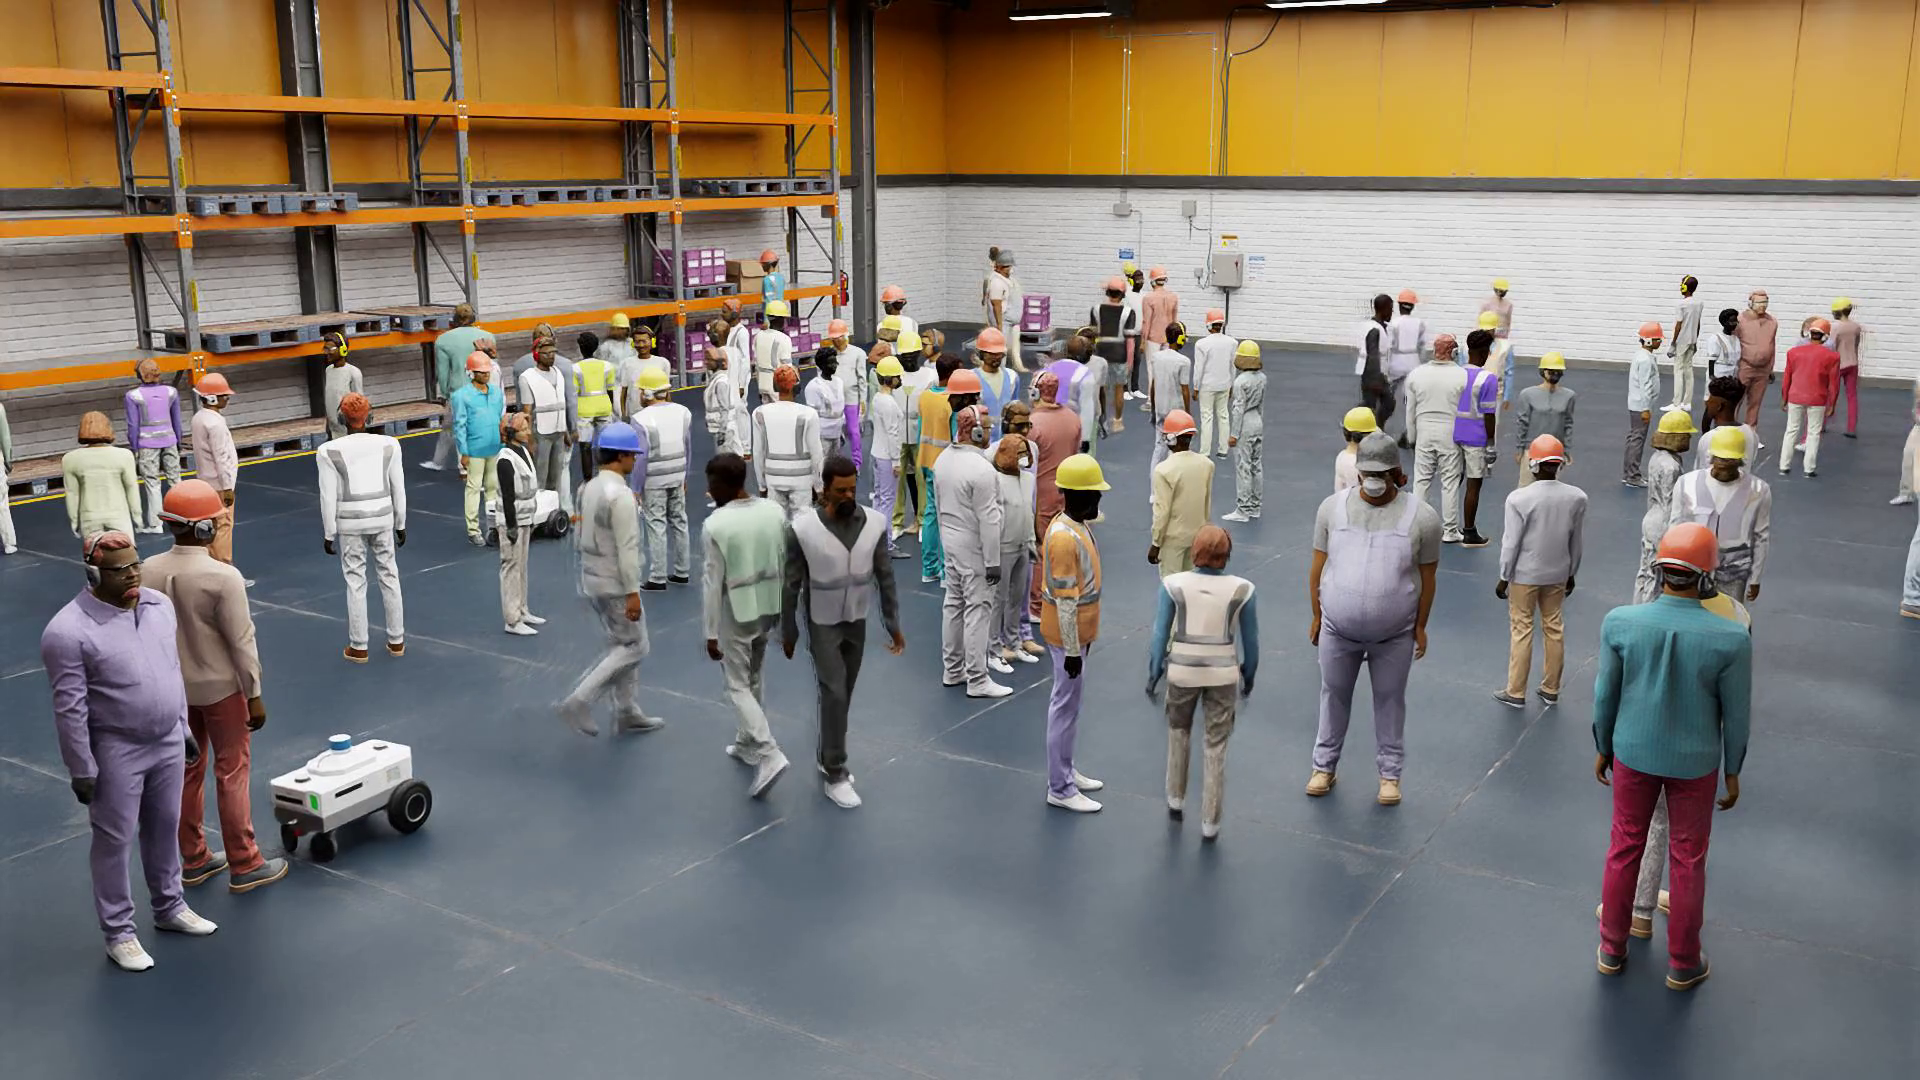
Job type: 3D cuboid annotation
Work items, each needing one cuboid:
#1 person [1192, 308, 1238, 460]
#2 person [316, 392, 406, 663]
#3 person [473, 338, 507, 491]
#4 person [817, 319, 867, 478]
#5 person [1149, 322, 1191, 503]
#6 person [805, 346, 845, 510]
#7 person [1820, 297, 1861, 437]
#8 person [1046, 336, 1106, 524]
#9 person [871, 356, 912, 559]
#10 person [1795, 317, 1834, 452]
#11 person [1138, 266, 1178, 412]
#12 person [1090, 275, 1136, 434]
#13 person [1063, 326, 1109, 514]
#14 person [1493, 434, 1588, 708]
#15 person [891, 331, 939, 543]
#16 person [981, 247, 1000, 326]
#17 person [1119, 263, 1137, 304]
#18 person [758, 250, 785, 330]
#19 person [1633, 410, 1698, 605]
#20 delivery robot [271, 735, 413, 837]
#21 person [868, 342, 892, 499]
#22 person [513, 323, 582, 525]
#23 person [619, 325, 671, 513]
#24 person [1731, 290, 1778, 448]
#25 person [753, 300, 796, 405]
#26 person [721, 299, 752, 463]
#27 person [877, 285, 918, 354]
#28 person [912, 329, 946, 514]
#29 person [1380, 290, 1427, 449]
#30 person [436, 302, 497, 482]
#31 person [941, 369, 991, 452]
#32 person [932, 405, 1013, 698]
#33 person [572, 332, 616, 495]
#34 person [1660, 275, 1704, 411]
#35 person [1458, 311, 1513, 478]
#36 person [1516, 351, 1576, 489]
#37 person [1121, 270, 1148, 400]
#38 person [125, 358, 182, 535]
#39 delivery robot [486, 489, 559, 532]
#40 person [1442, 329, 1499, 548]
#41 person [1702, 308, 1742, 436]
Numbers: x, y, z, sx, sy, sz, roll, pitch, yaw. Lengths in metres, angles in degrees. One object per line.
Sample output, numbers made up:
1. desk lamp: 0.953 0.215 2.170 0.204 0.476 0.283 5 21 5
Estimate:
1. person: 2.926 -1.792 19.205 0.563 1.752 0.325 -6 14 -24
2. person: -4.122 -0.085 11.522 0.574 1.883 0.356 -9 16 -34
3. person: -4.860 -1.280 17.258 0.312 1.630 0.506 -7 15 -28
4. person: -1.295 -1.545 18.167 0.576 1.739 0.350 3 13 13
5. person: 2.117 -1.257 16.677 0.346 1.857 0.523 -12 17 -41
6. person: -1.279 -1.005 15.917 0.322 1.697 0.535 8 15 30
7. person: 11.040 -2.172 20.892 0.568 1.730 0.749 -3 13 -14
8. person: 1.031 -1.022 15.794 0.642 1.808 0.657 13 18 43
9. person: -0.617 -0.719 14.530 0.311 1.769 0.522 -4 14 -17
10. person: 10.106 -1.848 19.796 0.608 1.600 0.543 -5 14 -20
11. person: 2.717 -2.766 22.905 0.623 1.992 0.397 -8 15 -32
12. person: 1.886 -2.301 20.844 0.630 2.015 0.702 5 14 21
13. person: 1.202 -1.154 16.202 0.526 1.864 0.331 -3 13 -14
14. person: 3.671 0.196 10.582 0.572 1.750 0.330 -3 13 -14
15. person: -0.446 -0.931 15.089 0.585 1.929 0.370 2 13 10
16. person: 0.647 -4.477 30.667 0.504 1.839 0.343 -4 14 -16
17. person: 2.824 -3.782 27.890 0.477 1.722 0.560 12 17 41
18. person: -2.945 -3.479 25.895 0.382 2.040 0.616 4 13 16
19. person: 4.942 -0.046 11.658 0.295 1.744 0.484 2 13 9
20. delivery robot: -3.148 1.237 8.489 0.477 0.478 0.707 6 14 25
21. person: -0.784 -1.187 16.848 0.280 1.633 0.500 -4 14 -17
22. person: -3.884 -1.082 15.724 0.631 1.940 0.372 4 13 15
23. person: -3.057 -1.158 16.205 0.514 1.872 0.328 -2 13 -10
24. person: 9.488 -2.037 19.938 0.652 1.906 0.404 -2 13 -9
25. person: -2.025 -1.672 18.334 0.397 1.918 0.590 -12 18 -42
26. person: -2.576 -1.813 19.016 0.356 1.883 0.572 -6 14 -26
27. person: -0.747 -1.855 18.848 0.373 2.043 0.614 10 16 36
28. person: -0.240 -1.117 16.078 0.351 1.847 0.507 -6 14 -25
29. person: 5.330 -2.090 20.214 0.557 1.882 0.969 -2 13 -8
30. person: -5.282 -1.586 17.910 0.627 1.940 0.375 -4 13 -15
31. person: 0.045 -0.303 12.348 0.375 1.935 0.551 -1 13 -5
32. person: 0.092 0.071 10.793 0.409 1.908 0.647 -8 15 -30
33. person: -3.811 -1.303 17.211 0.533 1.697 0.319 -9 16 -35
34. person: 9.941 -2.692 22.857 0.513 1.872 0.328 -7 15 -28
35. person: 5.720 -1.592 18.201 0.599 1.821 0.404 4 14 18
36. person: 5.238 -0.810 14.914 0.524 1.772 0.310 -1 13 -3
37. person: 2.532 -2.964 24.033 0.521 1.874 0.327 -10 16 -37
38. person: -7.465 -0.867 15.446 0.306 1.639 0.523 9 16 33
39. delivery robot: -3.981 -0.295 15.134 0.477 0.478 0.707 6 14 24
40. person: 4.588 -0.915 14.962 0.376 1.958 0.603 -7 15 -27
41. person: 9.127 -1.924 19.906 0.535 1.697 0.318 -7 15 -28
